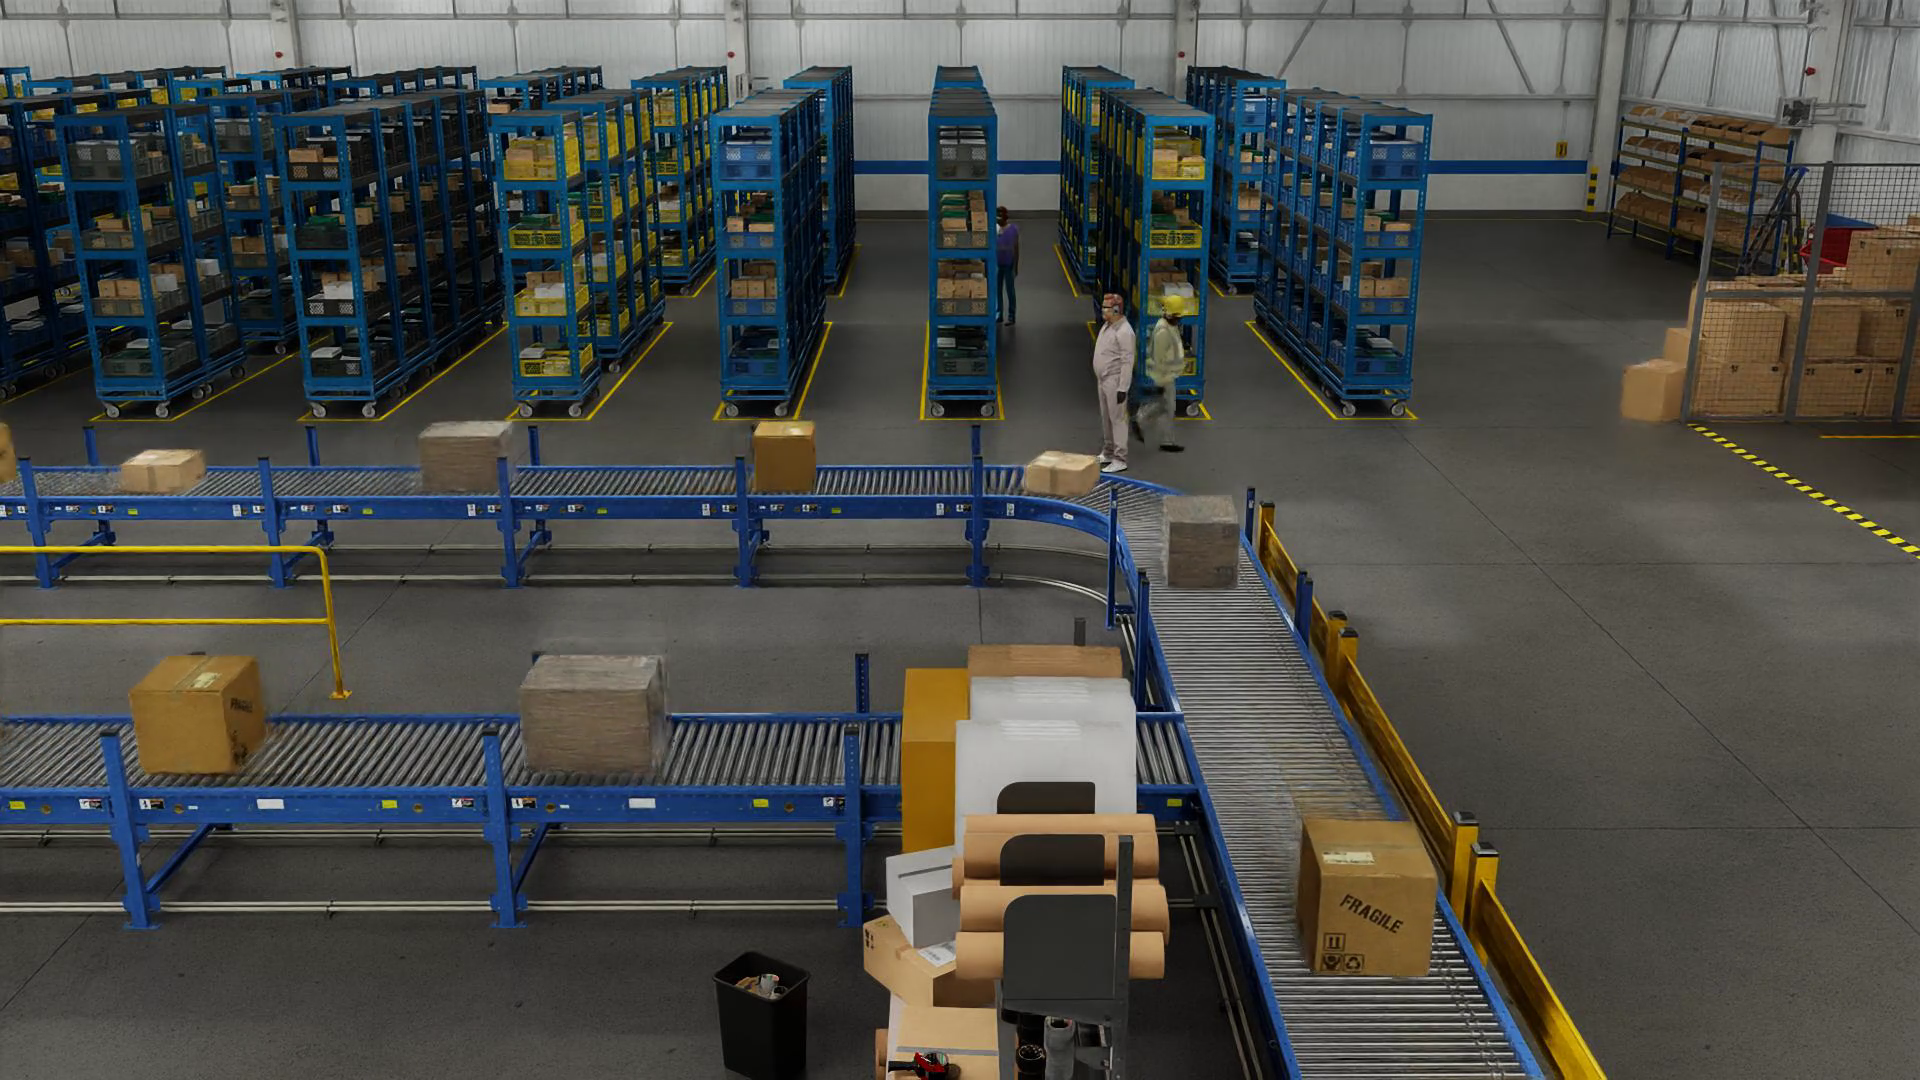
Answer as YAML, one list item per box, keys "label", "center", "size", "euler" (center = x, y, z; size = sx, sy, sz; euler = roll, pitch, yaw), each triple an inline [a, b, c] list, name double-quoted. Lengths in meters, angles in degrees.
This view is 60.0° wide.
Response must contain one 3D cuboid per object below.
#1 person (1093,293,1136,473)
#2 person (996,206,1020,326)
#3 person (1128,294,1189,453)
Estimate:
- label: "person"
  center: [1.607, -1.676, 17.717]
  size: [0.406, 1.906, 0.654]
  euler: [-5, 19, -16]
- label: "person"
  center: [0.669, -4.261, 25.809]
  size: [0.569, 1.831, 0.411]
  euler: [10, 21, 29]
- label: "person"
  center: [2.218, -1.839, 18.388]
  size: [0.576, 1.806, 0.624]
  euler: [4, 18, 12]
